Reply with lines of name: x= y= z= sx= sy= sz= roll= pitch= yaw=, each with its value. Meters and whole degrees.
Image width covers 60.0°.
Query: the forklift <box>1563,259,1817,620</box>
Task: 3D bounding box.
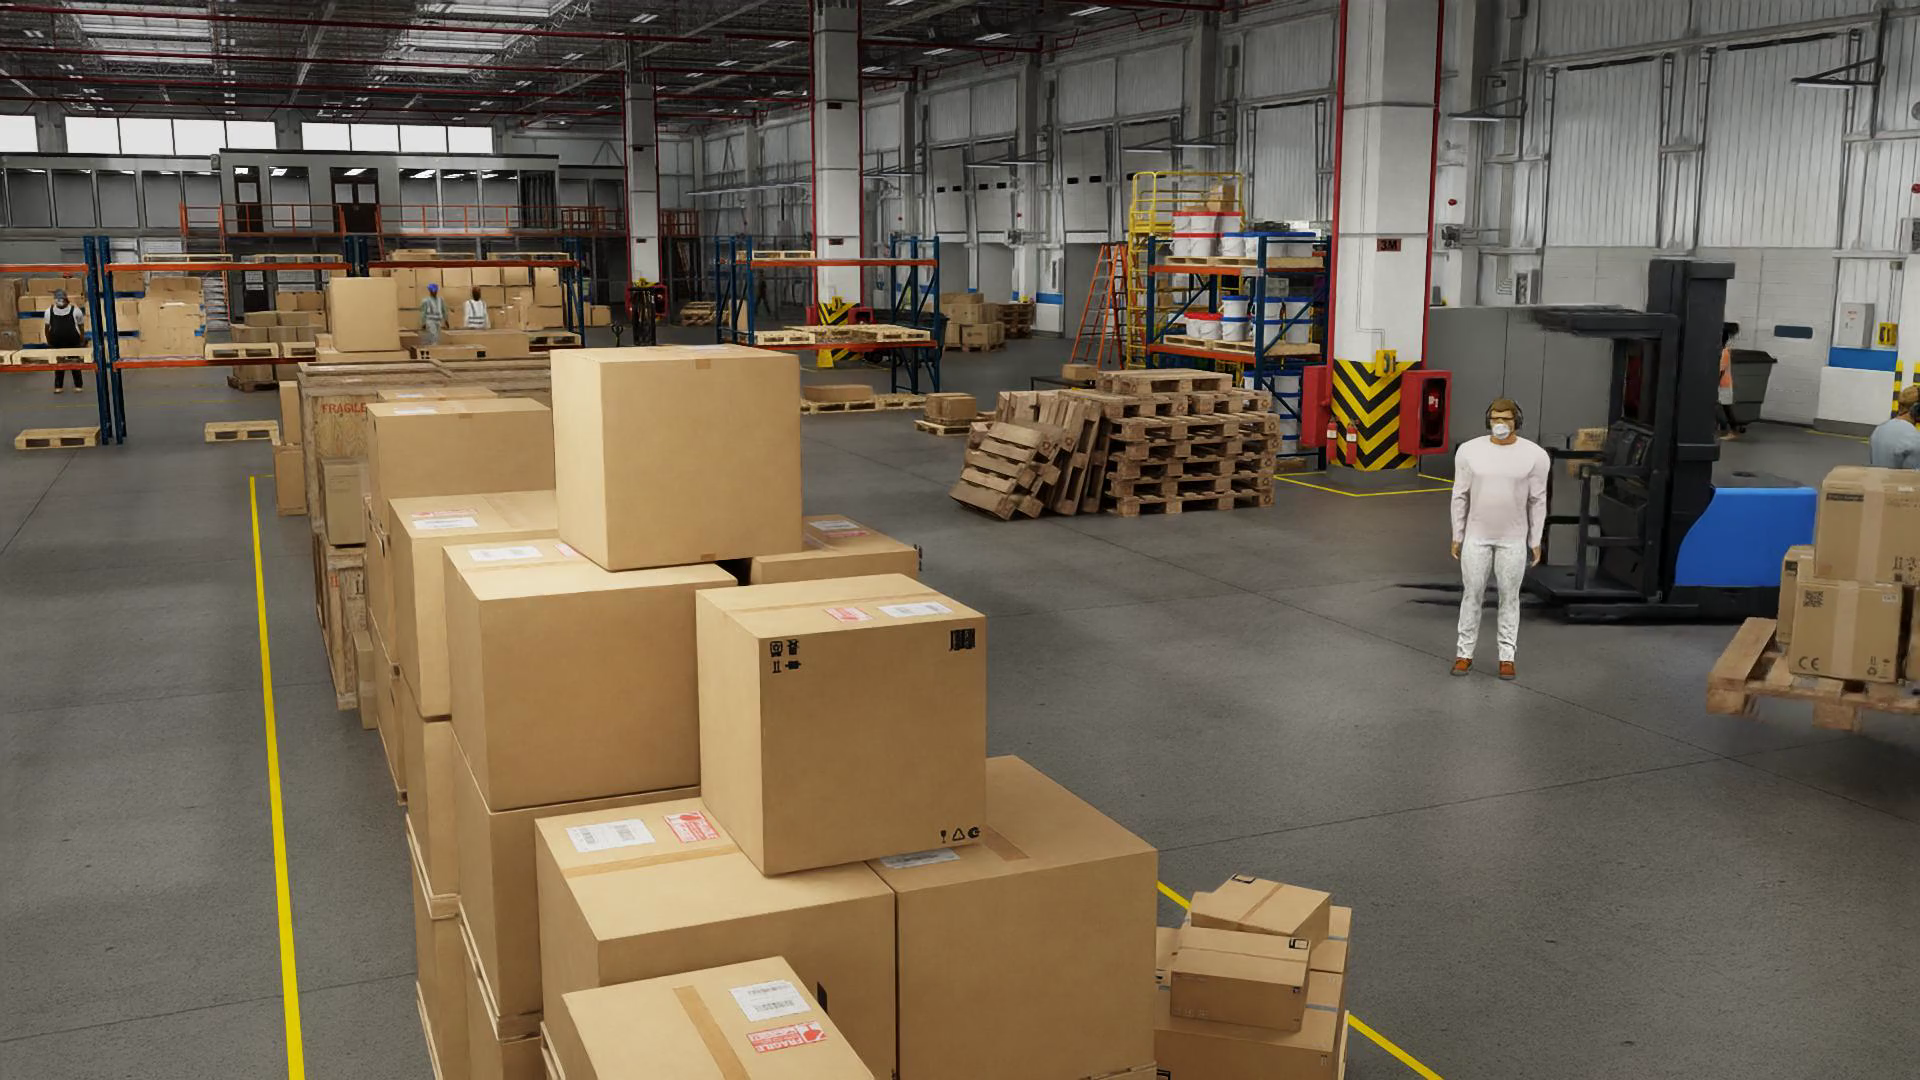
forklift: x=5.707 y=-0.821 z=13.213 sx=1.873 sy=2.768 sz=1.129 roll=1 pitch=10 yaw=3

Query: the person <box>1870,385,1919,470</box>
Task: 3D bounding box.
person: x=6.970 y=-0.190 z=12.374 sx=0.385 sy=1.929 sz=0.636 roll=0 pitch=10 yaw=1

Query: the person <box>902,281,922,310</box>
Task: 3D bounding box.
person: x=-1.517 y=-7.459 z=52.770 sx=0.631 sy=1.806 sz=0.917 roll=-2 pitch=11 yaw=-12

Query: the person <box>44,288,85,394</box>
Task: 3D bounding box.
person: x=-17.361 y=-3.855 z=32.250 sx=0.688 sy=2.000 sz=0.536 roll=-3 pitch=11 yaw=-18

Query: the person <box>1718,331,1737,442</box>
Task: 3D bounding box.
person: x=11.145 y=-2.281 z=24.617 sx=0.856 sy=1.646 sz=0.556 roll=1 pitch=10 yaw=8

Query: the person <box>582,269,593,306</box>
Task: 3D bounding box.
person: x=-13.325 y=-8.711 z=59.390 sx=0.584 sy=1.911 sz=0.390 roll=7 pitch=12 yaw=33

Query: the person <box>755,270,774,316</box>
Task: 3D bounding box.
person: x=-7.616 y=-9.520 z=64.175 sx=0.992 sy=1.795 sz=0.527 roll=8 pitch=13 yaw=38

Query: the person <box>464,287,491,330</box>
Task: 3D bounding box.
person: x=-11.224 y=-4.968 z=38.906 sx=0.901 sy=1.842 sz=0.629 roll=6 pitch=12 yaw=31

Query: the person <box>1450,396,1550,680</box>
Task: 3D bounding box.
person: x=3.660 y=-0.012 z=11.346 sx=0.627 sy=1.941 sz=0.373 roll=4 pitch=11 yaw=22

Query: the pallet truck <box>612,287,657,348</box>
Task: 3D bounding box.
pallet truck: x=-6.464 y=-4.406 z=35.401 sx=0.823 sy=1.965 sz=1.885 roll=6 pitch=12 yaw=32

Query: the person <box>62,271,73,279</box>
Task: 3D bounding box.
person: x=-27.351 y=-7.263 z=51.154 sx=0.395 sy=1.993 sz=0.616 roll=-4 pitch=11 yaw=-20

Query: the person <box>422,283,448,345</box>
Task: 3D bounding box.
person: x=-13.052 y=-5.401 z=41.126 sx=0.834 sy=1.918 sz=0.603 roll=7 pitch=12 yaw=33
